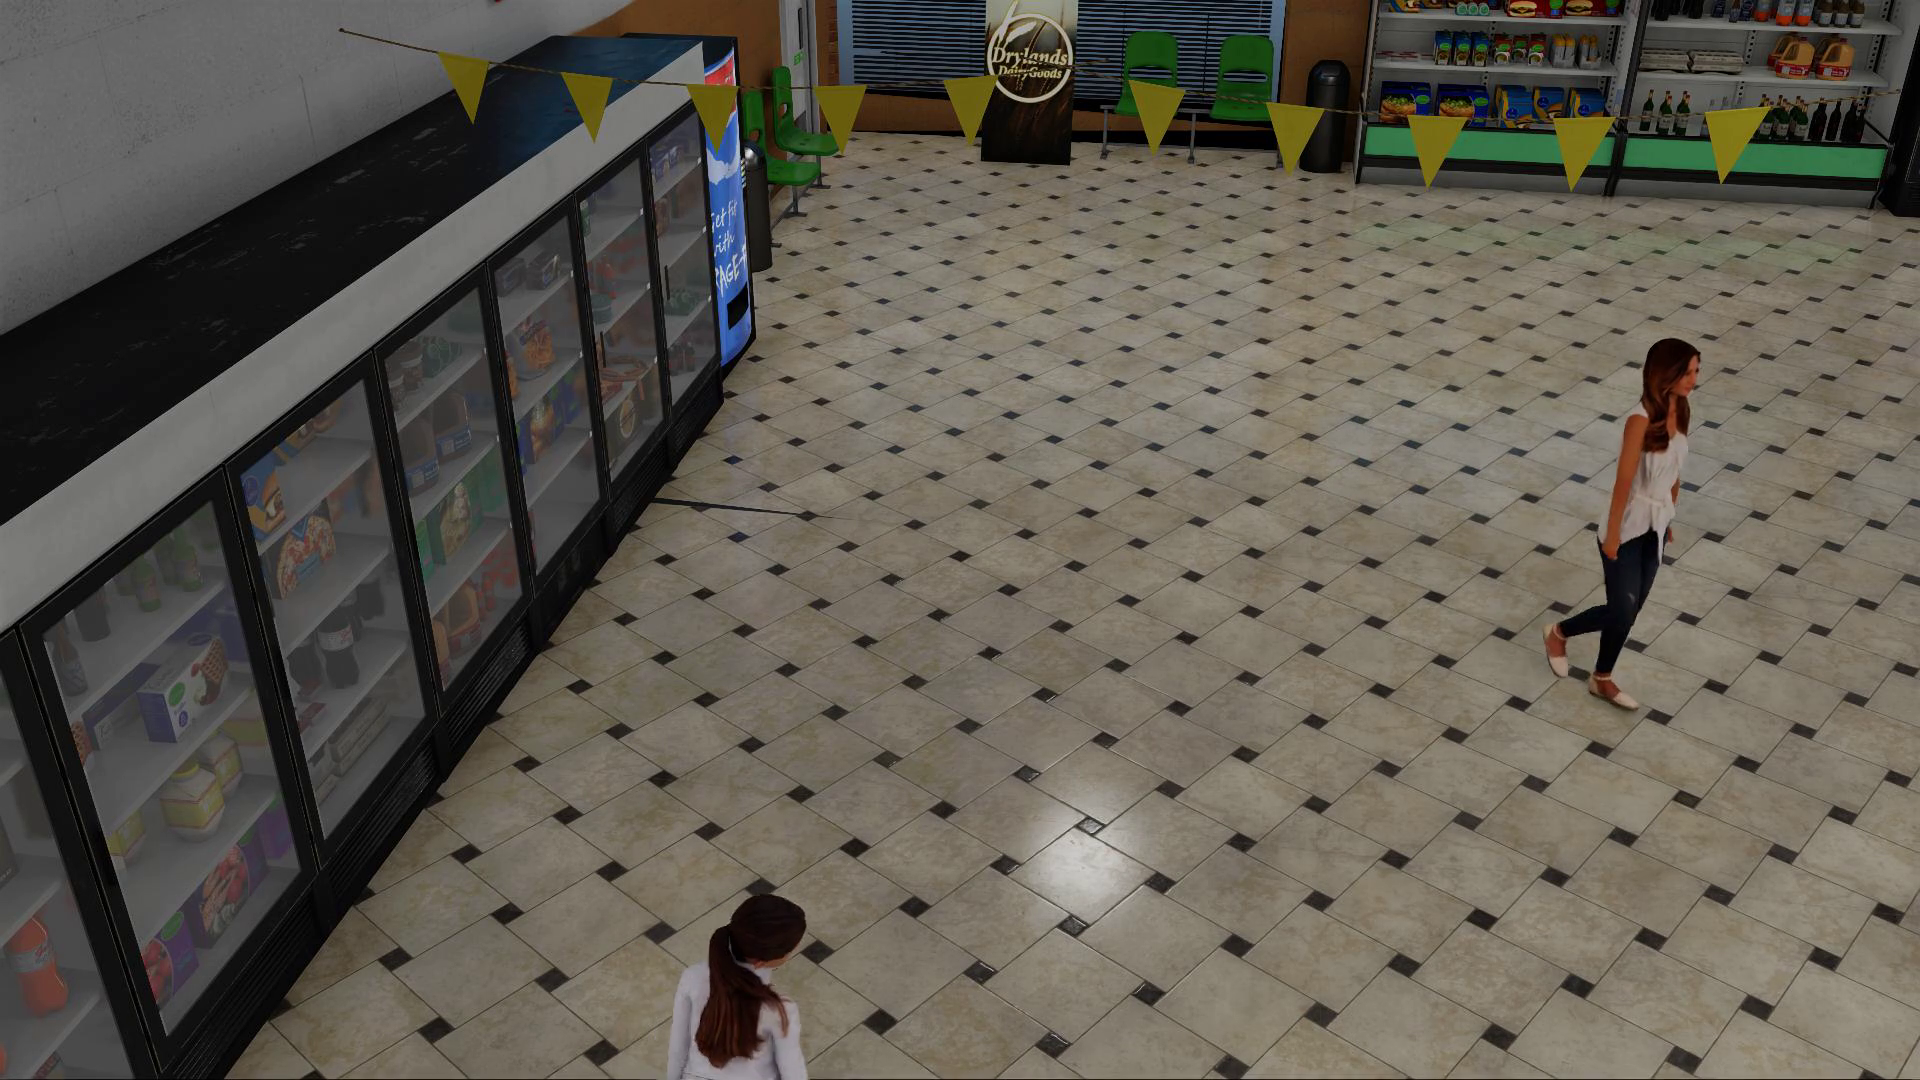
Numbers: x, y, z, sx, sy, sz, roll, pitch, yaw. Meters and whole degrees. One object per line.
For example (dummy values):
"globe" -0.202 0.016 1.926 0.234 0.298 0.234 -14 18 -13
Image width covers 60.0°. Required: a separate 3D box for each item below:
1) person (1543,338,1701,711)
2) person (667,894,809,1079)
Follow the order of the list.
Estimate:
"person" 2.944 -0.075 7.454 0.820 1.775 0.883 -20 34 -32
"person" -0.676 1.602 4.632 0.451 1.535 0.794 -2 29 -3
